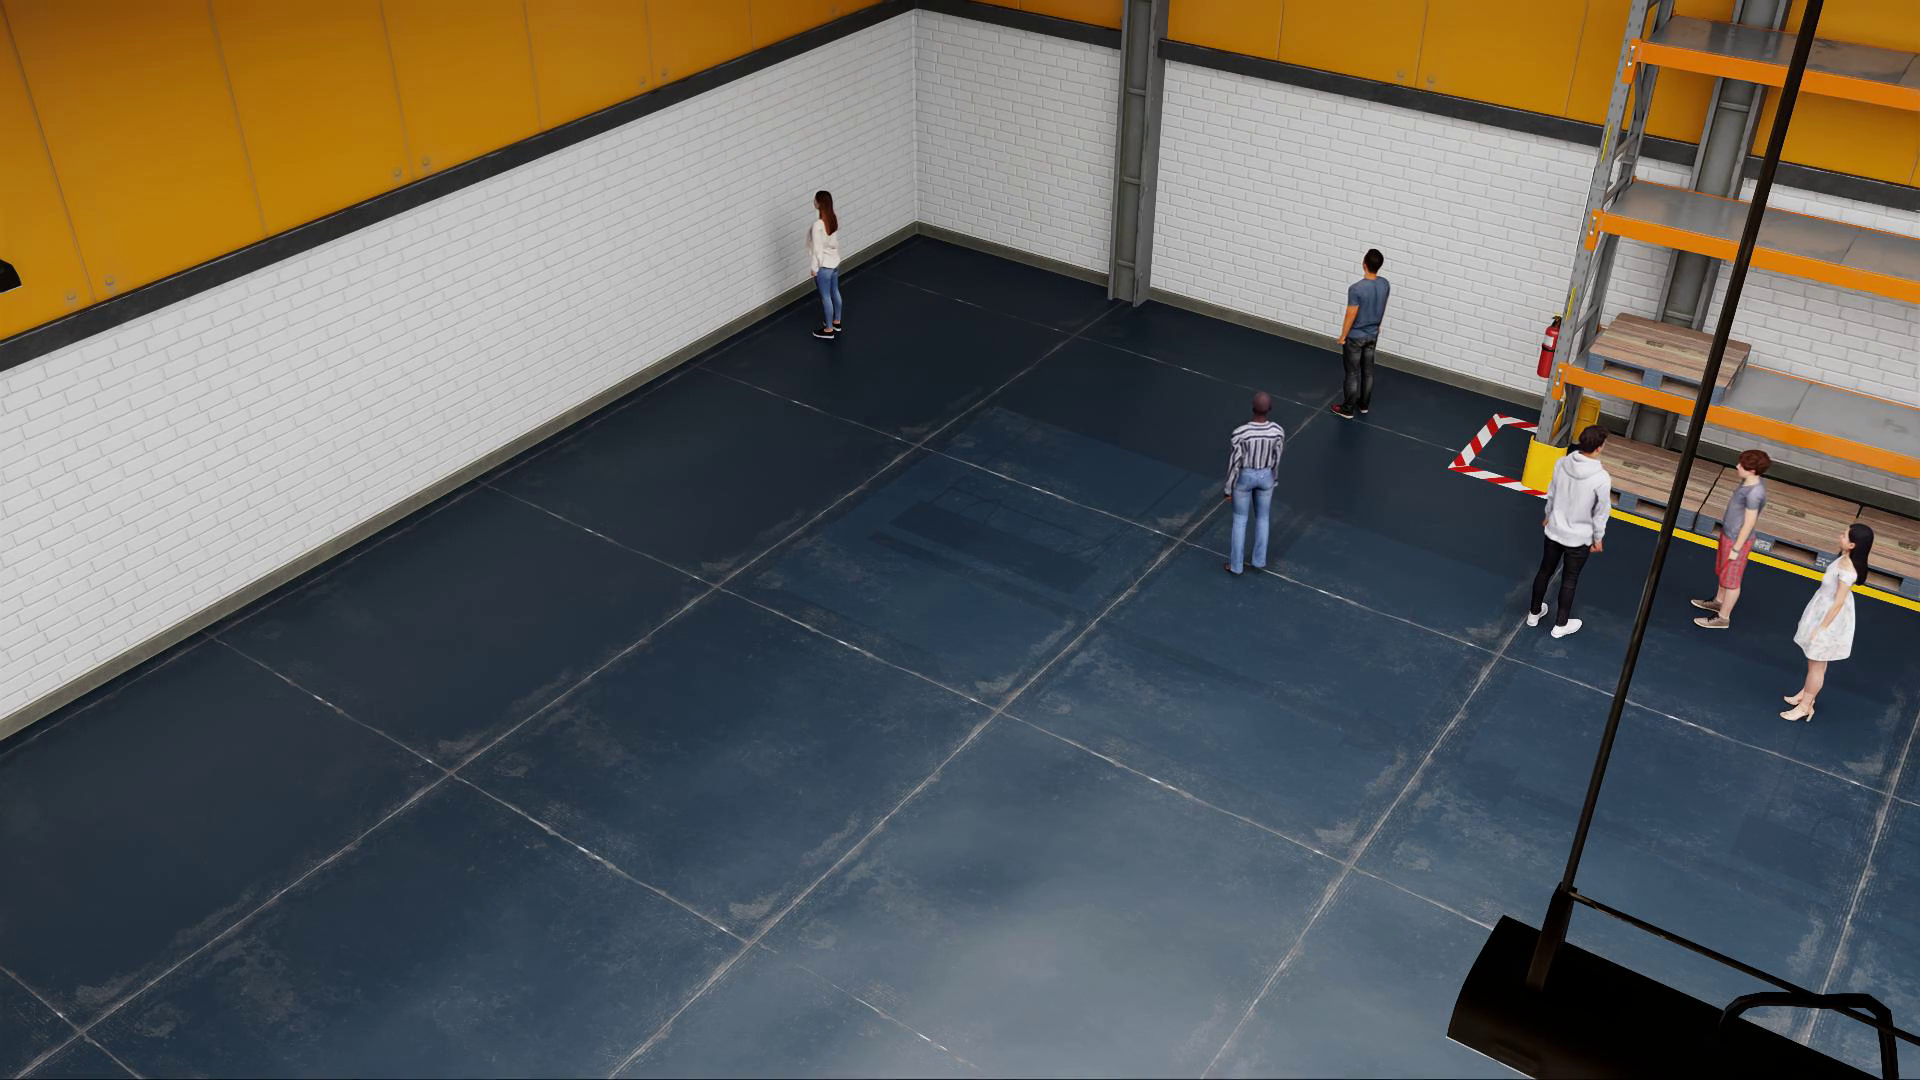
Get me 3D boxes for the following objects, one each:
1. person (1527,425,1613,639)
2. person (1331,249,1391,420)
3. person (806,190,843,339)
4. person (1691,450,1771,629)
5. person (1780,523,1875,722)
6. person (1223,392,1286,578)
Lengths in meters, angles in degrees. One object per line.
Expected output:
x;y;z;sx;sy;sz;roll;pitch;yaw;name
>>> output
5.011;-0.087;13.667;0.787;1.928;0.580;-27;42;-35;person
4.064;-2.085;16.780;0.726;1.810;0.709;-16;37;-23;person
-1.472;-3.048;18.335;0.597;1.692;0.649;15;36;21;person
6.455;-0.016;13.813;0.619;1.648;0.657;9;35;14;person
6.642;0.629;12.728;0.631;1.775;0.647;19;38;26;person
2.533;-0.474;14.369;0.698;1.795;0.751;-7;34;-10;person
